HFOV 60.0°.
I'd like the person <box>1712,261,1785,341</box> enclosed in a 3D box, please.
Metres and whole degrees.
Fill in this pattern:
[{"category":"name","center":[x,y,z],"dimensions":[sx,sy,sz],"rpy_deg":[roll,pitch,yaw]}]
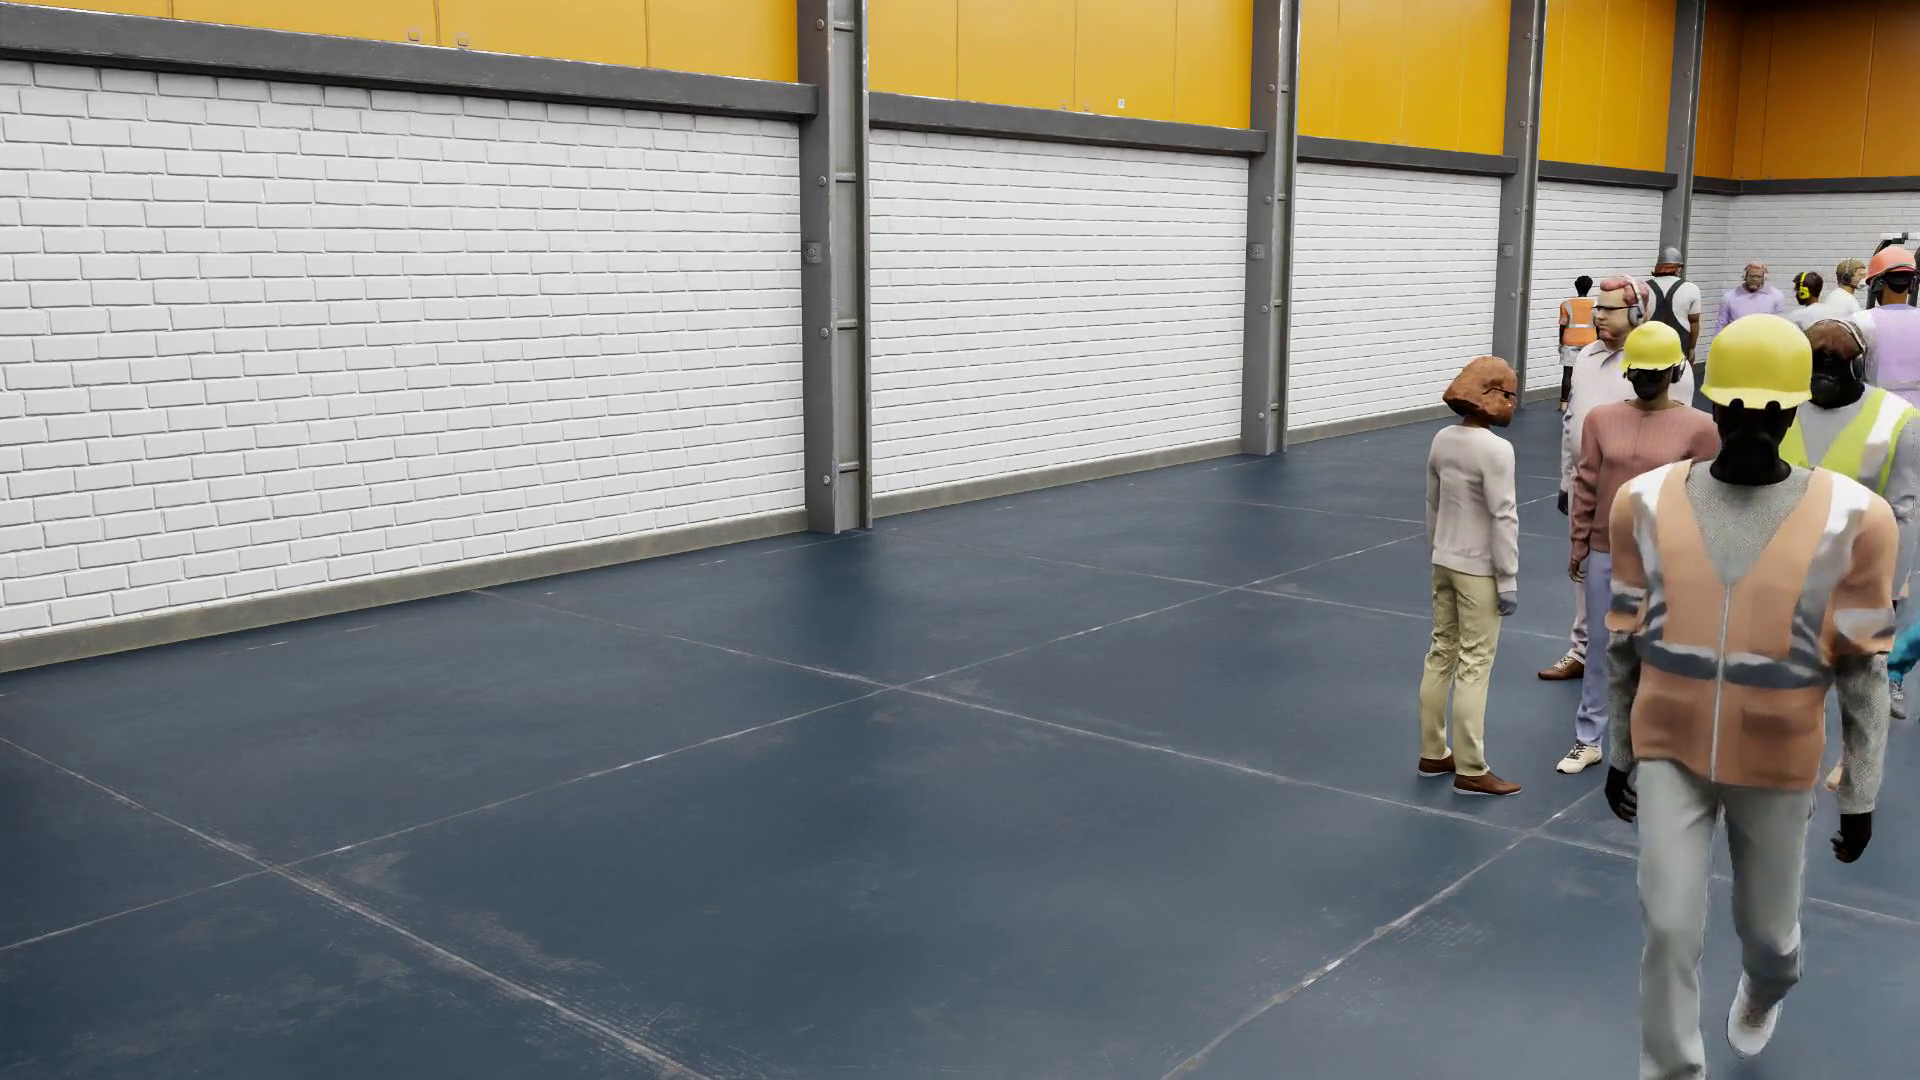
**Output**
[{"category":"person","center":[8.373,-2.014,17.718],"dimensions":[0.683,1.880,0.584],"rpy_deg":[6,11,29]}]

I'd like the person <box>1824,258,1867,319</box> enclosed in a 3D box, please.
[{"category":"person","center":[7.850,-1.534,14.832],"dimensions":[0.373,1.940,0.630],"rpy_deg":[5,11,28]}]

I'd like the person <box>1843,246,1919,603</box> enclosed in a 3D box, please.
[{"category":"person","center":[5.274,-0.650,9.521],"dimensions":[0.605,2.036,0.389],"rpy_deg":[1,10,5]}]

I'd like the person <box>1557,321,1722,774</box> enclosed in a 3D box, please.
[{"category":"person","center":[2.562,0.058,6.284],"dimensions":[0.523,1.760,0.325],"rpy_deg":[7,12,36]}]

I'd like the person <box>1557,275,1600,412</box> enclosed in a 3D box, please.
[{"category":"person","center":[7.667,-2.420,20.583],"dimensions":[0.534,1.691,0.318],"rpy_deg":[3,10,14]}]

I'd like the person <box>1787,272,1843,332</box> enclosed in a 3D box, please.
[{"category":"person","center":[7.096,-1.331,13.993],"dimensions":[0.518,1.823,0.864],"rpy_deg":[-2,10,-14]}]

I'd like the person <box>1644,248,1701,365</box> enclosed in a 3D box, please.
[{"category":"person","center":[7.364,-2.037,17.399],"dimensions":[0.675,2.000,0.537],"rpy_deg":[5,11,28]}]

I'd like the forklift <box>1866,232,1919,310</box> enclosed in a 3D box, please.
[{"category":"forklift","center":[9.955,-1.972,16.595],"dimensions":[2.313,2.155,1.214],"rpy_deg":[1,10,8]}]

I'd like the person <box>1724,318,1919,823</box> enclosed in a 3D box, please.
[{"category":"person","center":[3.090,0.097,5.961],"dimensions":[0.637,1.799,0.970],"rpy_deg":[9,14,43]}]

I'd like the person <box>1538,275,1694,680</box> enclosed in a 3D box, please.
[{"category":"person","center":[2.959,-0.239,7.557],"dimensions":[0.402,1.904,0.652],"rpy_deg":[-5,11,-24]}]

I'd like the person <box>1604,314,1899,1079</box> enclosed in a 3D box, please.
[{"category":"person","center":[1.744,0.440,3.729],"dimensions":[0.589,1.899,0.817],"rpy_deg":[6,12,32]}]

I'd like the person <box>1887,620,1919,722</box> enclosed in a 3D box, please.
[{"category":"person","center":[4.188,-0.095,6.950],"dimensions":[0.599,1.825,0.442],"rpy_deg":[-9,13,-40]}]

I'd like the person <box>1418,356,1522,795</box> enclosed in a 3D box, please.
[{"category":"person","center":[1.918,0.129,6.226],"dimensions":[0.282,1.633,0.499],"rpy_deg":[-3,10,-16]}]
